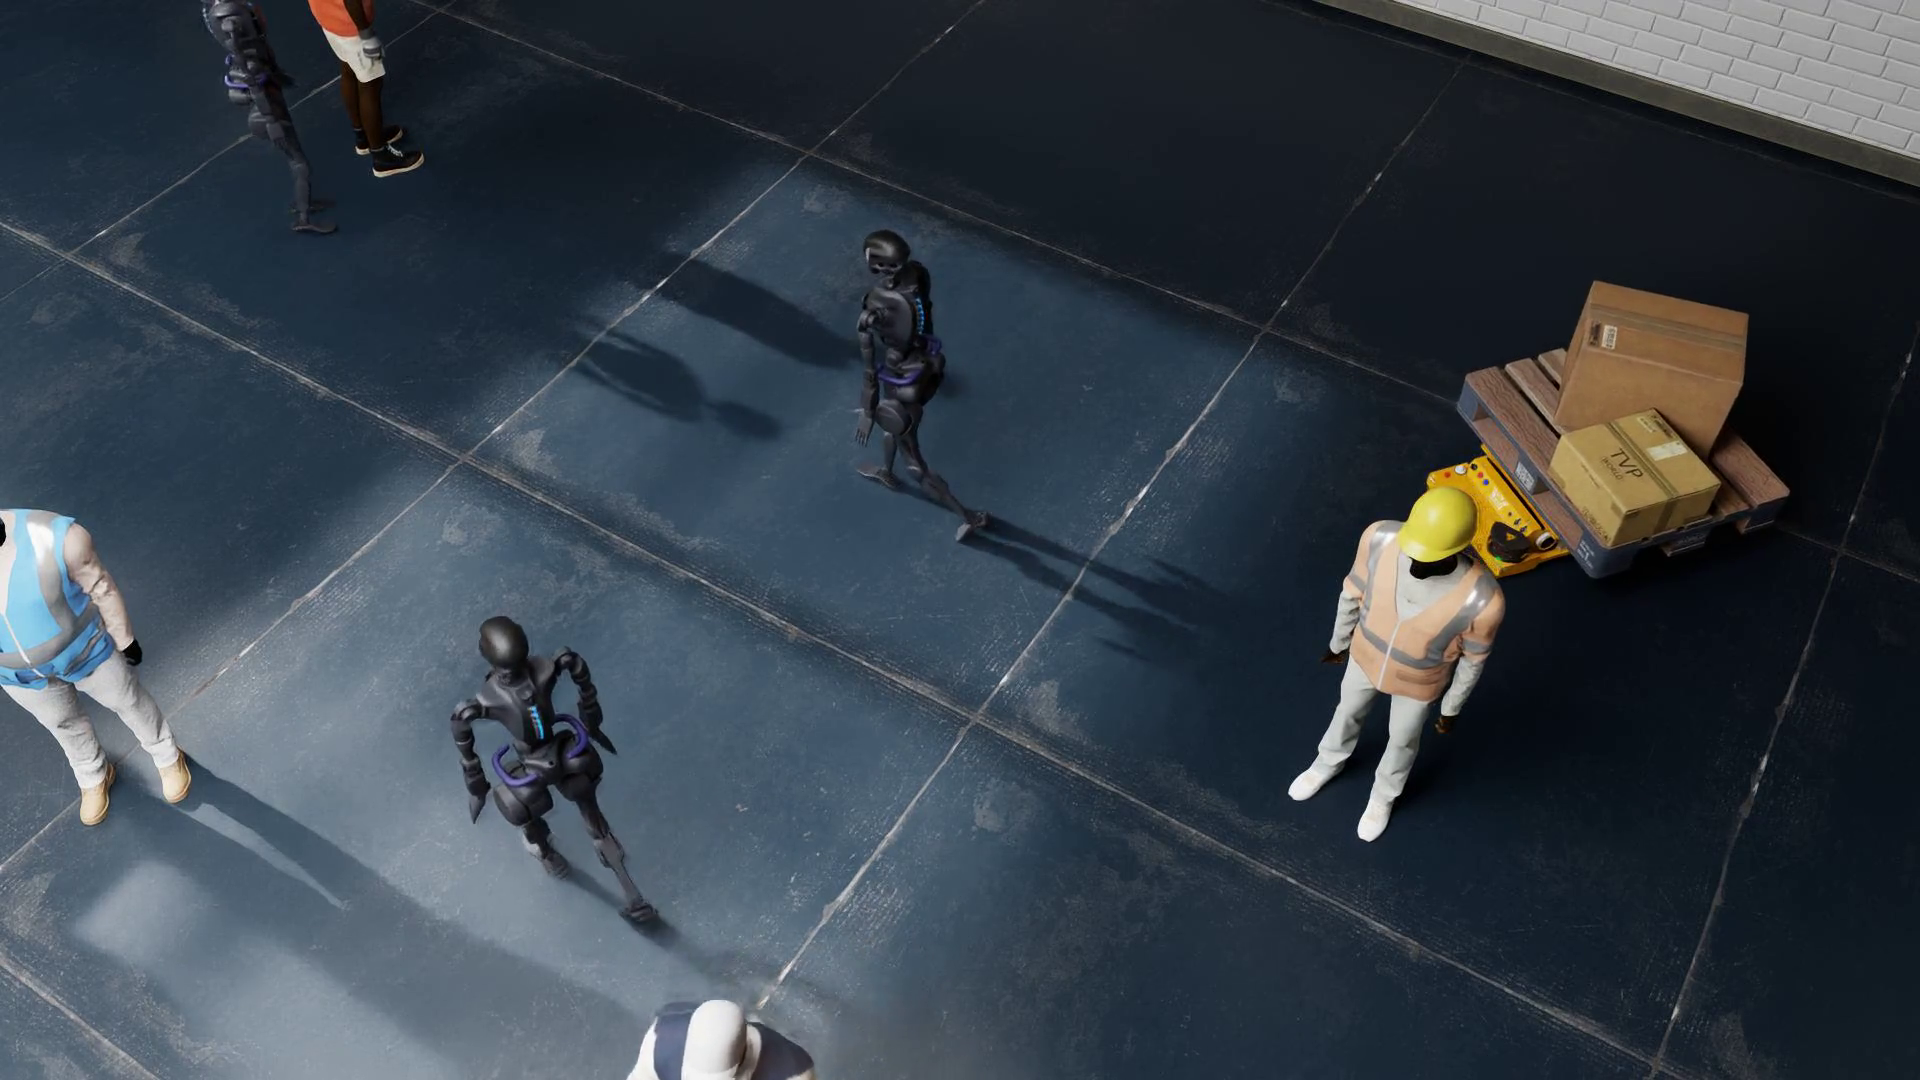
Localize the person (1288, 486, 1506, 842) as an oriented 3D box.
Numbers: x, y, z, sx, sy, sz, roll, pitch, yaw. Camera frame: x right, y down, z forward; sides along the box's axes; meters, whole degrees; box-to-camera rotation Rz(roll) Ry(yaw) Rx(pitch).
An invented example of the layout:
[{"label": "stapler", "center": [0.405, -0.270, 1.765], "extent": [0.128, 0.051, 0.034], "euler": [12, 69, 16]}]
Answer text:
[{"label": "person", "center": [1.657, 0.476, 6.299], "extent": [0.586, 1.928, 0.379], "euler": [33, 57, 26]}]

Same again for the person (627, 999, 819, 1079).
[{"label": "person", "center": [-0.705, 1.844, 5.216], "extent": [0.753, 1.744, 0.493], "euler": [10, 50, 9]}]

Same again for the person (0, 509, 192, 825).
[{"label": "person", "center": [-3.488, 0.435, 6.391], "extent": [0.631, 1.843, 0.429], "euler": [-13, 50, -12]}]

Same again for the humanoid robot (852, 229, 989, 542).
[{"label": "humanoid robot", "center": [-0.189, -0.697, 7.532], "extent": [0.794, 1.640, 0.603], "euler": [22, 53, 18]}]

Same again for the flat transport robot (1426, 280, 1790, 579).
[{"label": "flat transport robot", "center": [3.066, -0.283, 8.063], "extent": [1.431, 0.231, 0.659], "euler": [-15, 51, -13]}]

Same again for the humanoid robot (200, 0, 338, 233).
[{"label": "humanoid robot", "center": [-3.738, -2.423, 8.998], "extent": [0.368, 1.658, 0.585], "euler": [-11, 50, -10]}]

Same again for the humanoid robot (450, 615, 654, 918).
[{"label": "humanoid robot", "center": [-1.518, 0.875, 6.133], "extent": [0.589, 1.638, 0.690], "euler": [-32, 56, -25]}]

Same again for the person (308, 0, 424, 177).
[{"label": "person", "center": [-3.413, -2.952, 9.274], "extent": [0.367, 1.959, 0.604], "euler": [-28, 54, -22]}]
